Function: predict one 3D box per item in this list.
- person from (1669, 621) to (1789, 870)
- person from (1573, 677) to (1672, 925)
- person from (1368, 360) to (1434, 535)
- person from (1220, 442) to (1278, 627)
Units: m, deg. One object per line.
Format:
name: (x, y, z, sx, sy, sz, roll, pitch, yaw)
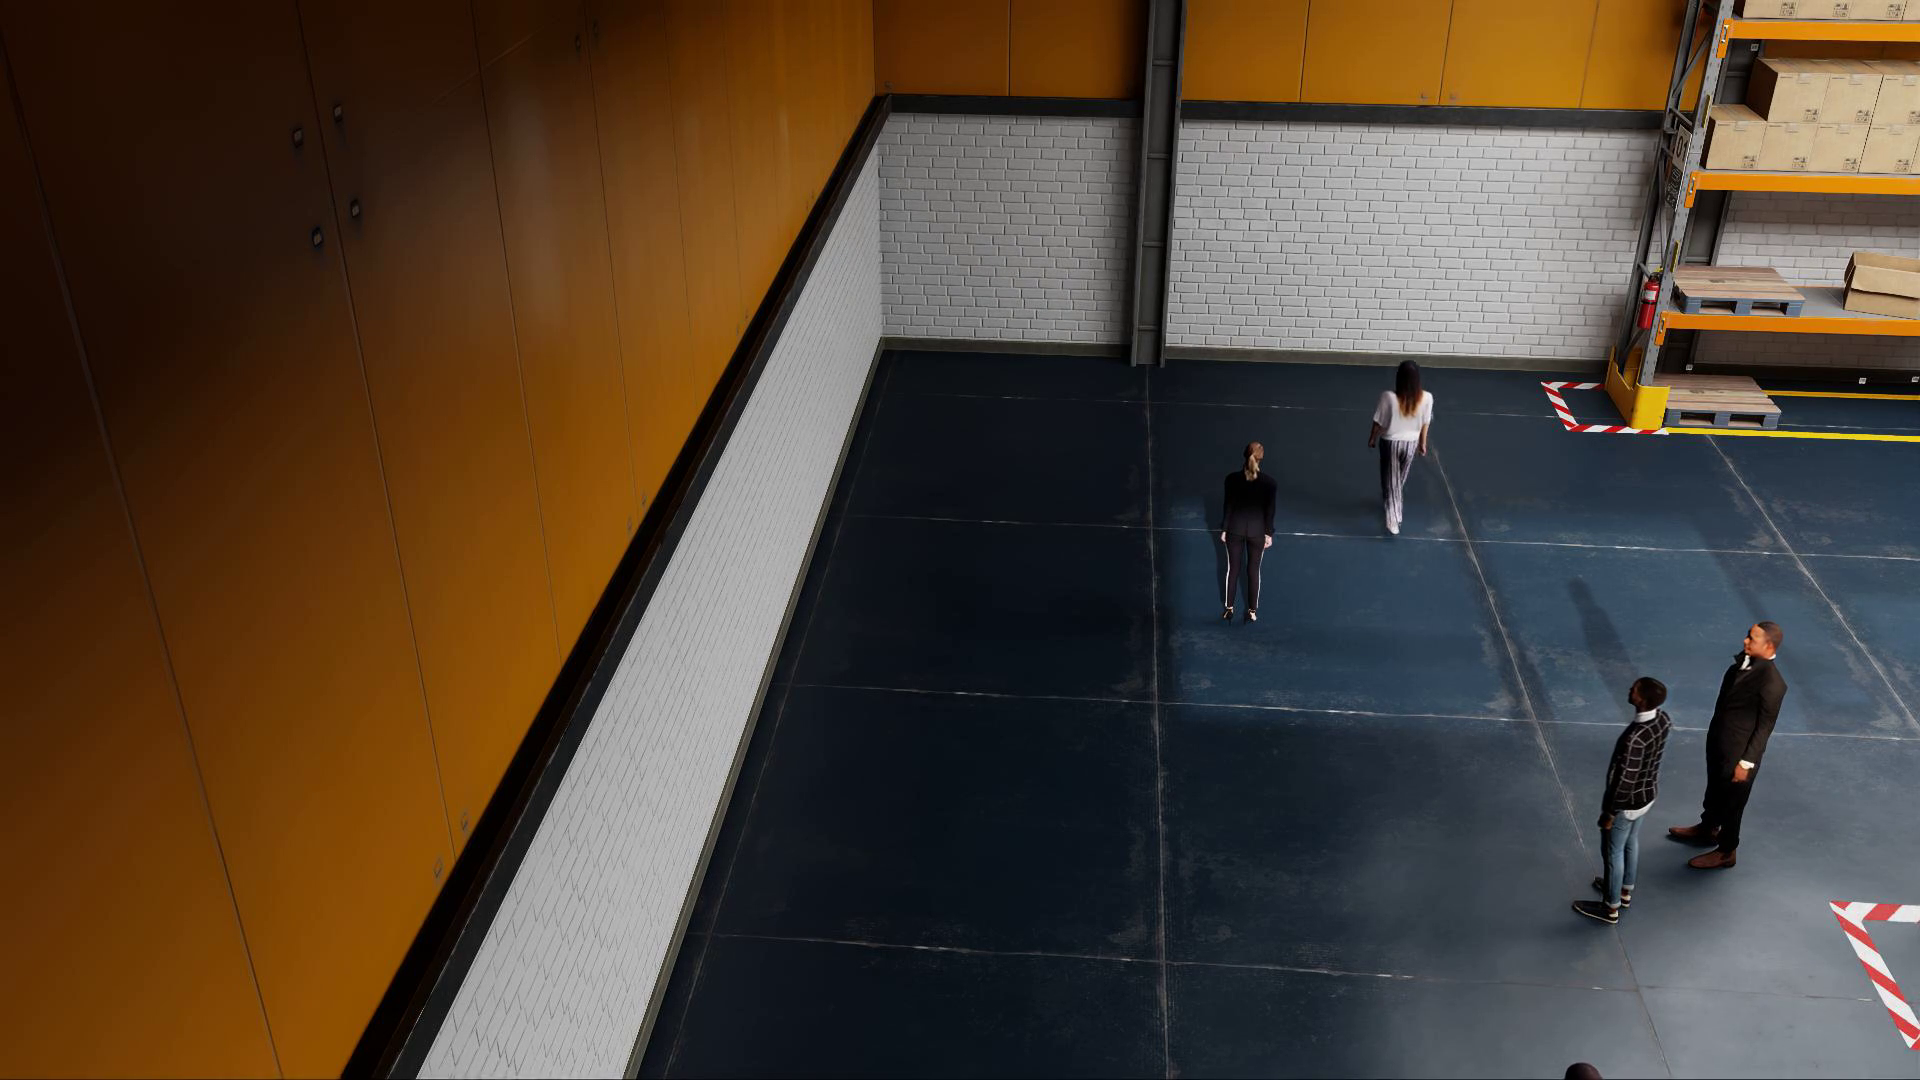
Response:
person: (5.301, 1.377, 11.329, 0.616, 1.905, 0.691, 1, 29, 1)
person: (4.369, 1.687, 10.849, 0.772, 1.819, 0.739, 25, 38, 38)
person: (4.149, -0.857, 15.701, 1.083, 1.638, 0.845, -1, 29, -1)
person: (2.431, -0.046, 14.145, 0.496, 1.706, 0.698, 5, 29, 10)
